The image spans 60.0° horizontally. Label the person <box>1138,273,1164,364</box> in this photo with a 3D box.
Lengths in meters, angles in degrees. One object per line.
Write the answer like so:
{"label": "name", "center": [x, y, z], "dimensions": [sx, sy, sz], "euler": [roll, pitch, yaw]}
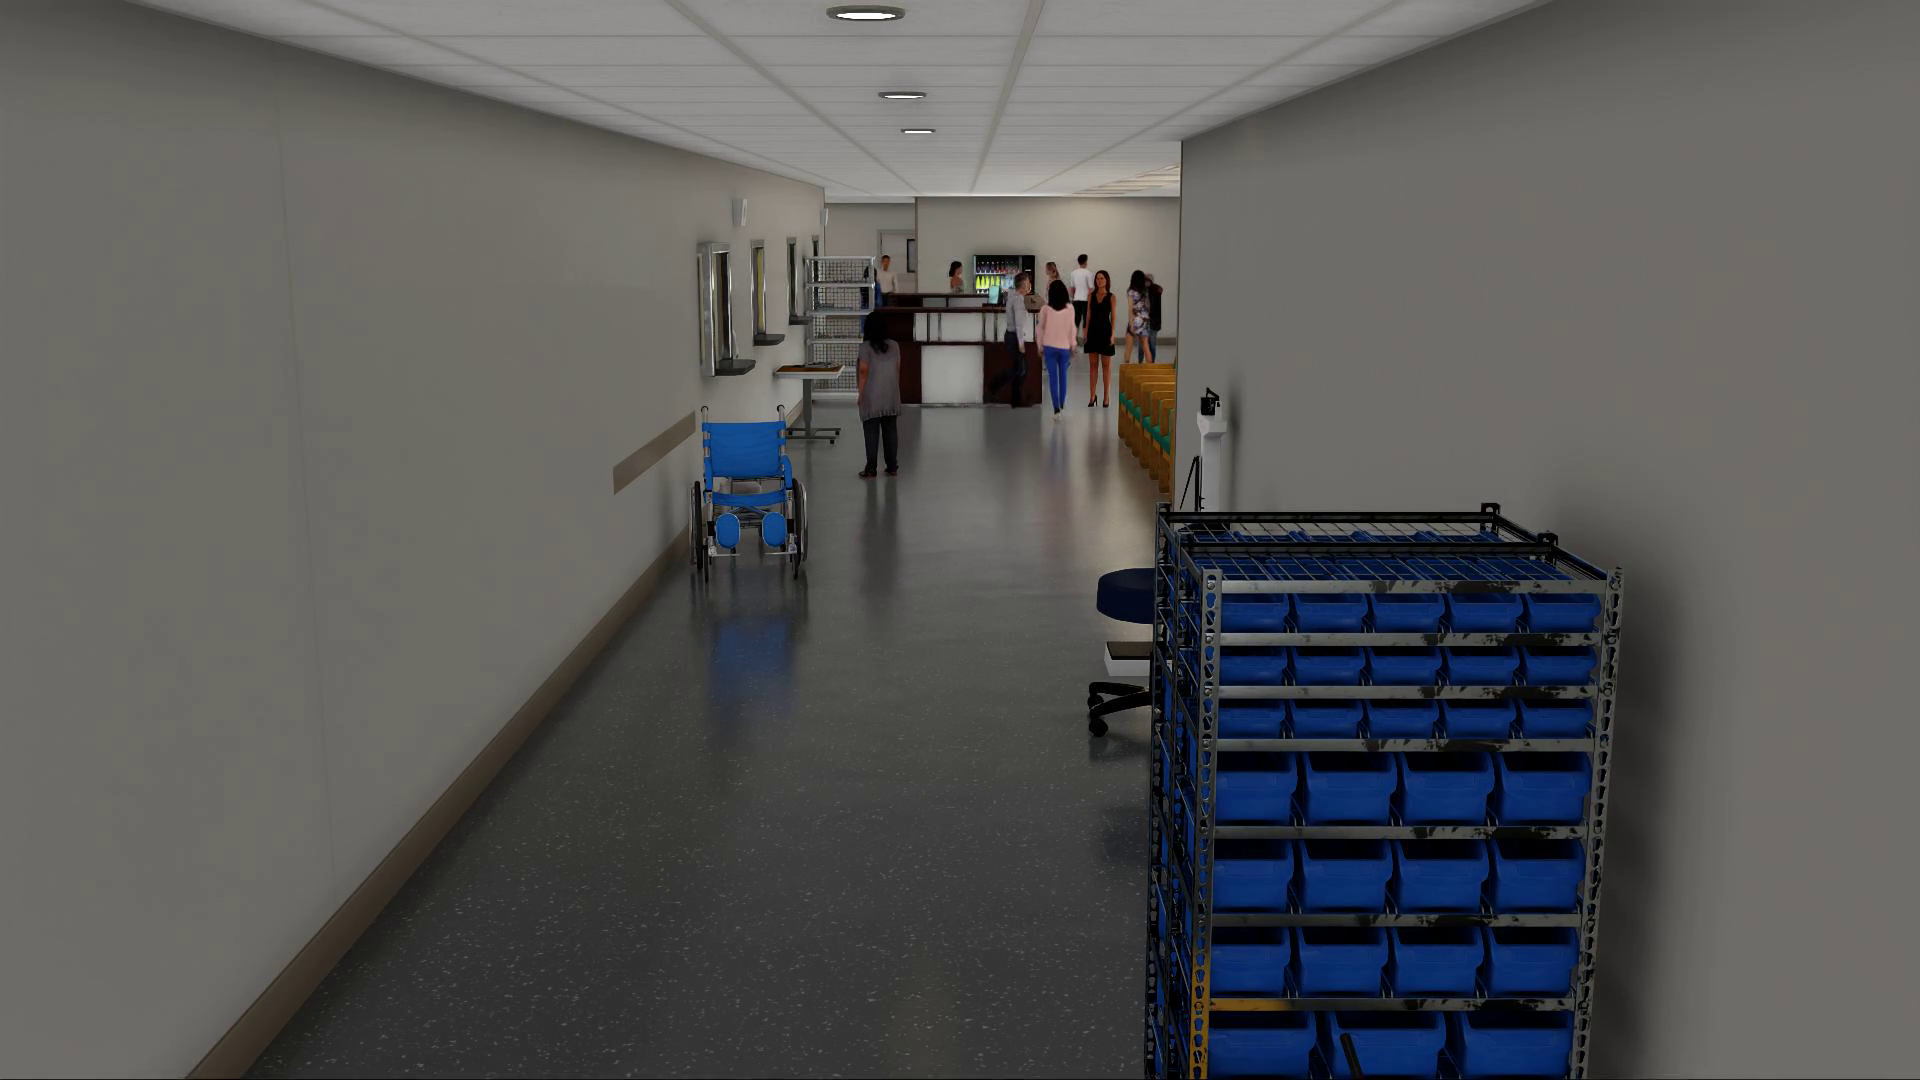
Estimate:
{"label": "person", "center": [3.156, -3.648, 27.891], "dimensions": [0.621, 1.635, 0.753], "euler": [3, 11, 15]}

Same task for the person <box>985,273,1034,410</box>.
{"label": "person", "center": [0.679, -2.625, 22.067], "dimensions": [0.913, 1.797, 0.726], "euler": [-2, 11, -8]}

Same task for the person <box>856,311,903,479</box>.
{"label": "person", "center": [-0.793, -1.430, 16.267], "dimensions": [0.752, 1.611, 0.823], "euler": [-7, 13, -34]}

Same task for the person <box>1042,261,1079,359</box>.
{"label": "person", "center": [1.781, -4.110, 30.060], "dimensions": [1.290, 1.735, 1.063], "euler": [6, 13, 31]}

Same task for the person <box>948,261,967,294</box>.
{"label": "person", "center": [-0.134, -3.889, 28.722], "dimensions": [1.095, 1.799, 0.847], "euler": [-4, 12, -21]}

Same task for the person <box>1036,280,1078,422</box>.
{"label": "person", "center": [1.216, -2.334, 20.711], "dimensions": [0.926, 1.729, 0.729], "euler": [0, 11, -2]}

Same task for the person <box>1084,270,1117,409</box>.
{"label": "person", "center": [1.891, -2.699, 22.354], "dimensions": [0.567, 1.835, 0.704], "euler": [4, 11, 19]}

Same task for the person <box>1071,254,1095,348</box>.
{"label": "person", "center": [2.459, -4.825, 33.515], "dimensions": [0.709, 1.851, 0.812], "euler": [8, 13, 36]}

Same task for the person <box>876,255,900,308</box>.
{"label": "person", "center": [-1.553, -5.071, 35.003], "dimensions": [0.967, 1.780, 0.774], "euler": [-1, 11, -3]}

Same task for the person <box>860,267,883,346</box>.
{"label": "person", "center": [-1.611, -4.058, 29.860], "dimensions": [0.644, 1.706, 0.748], "euler": [6, 12, 30]}

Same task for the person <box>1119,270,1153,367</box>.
{"label": "person", "center": [2.875, -3.382, 26.383], "dimensions": [1.169, 1.675, 1.016], "euler": [-6, 12, -29]}
